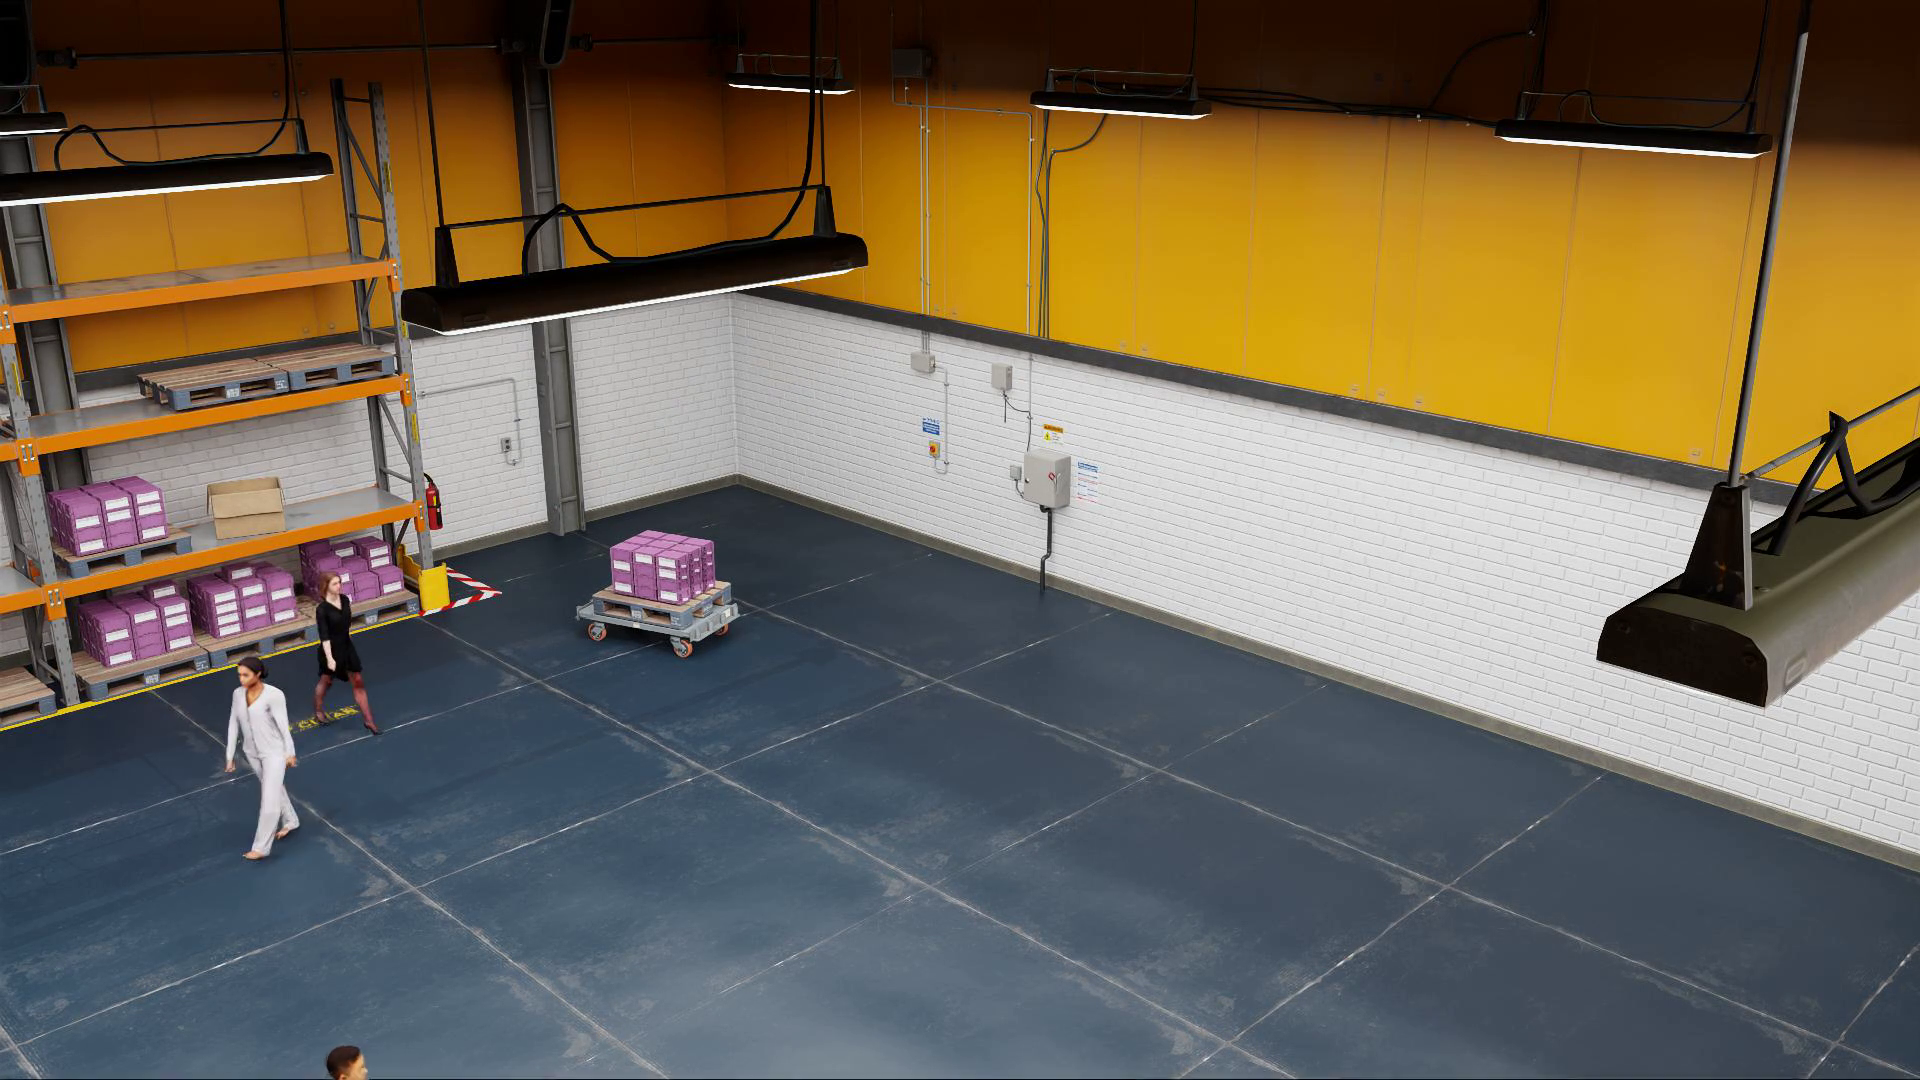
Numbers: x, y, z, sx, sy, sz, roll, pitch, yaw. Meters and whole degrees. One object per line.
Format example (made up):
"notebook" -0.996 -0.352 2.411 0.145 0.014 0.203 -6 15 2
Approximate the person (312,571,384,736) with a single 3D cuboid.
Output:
"person" -6.120 1.112 16.136 0.920 1.654 1.099 8 20 23

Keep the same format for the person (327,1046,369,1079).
"person" -3.399 3.484 9.395 0.610 1.462 0.607 -7 20 -21

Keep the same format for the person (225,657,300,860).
"person" -5.830 1.769 14.111 0.978 1.703 1.160 5 19 15
